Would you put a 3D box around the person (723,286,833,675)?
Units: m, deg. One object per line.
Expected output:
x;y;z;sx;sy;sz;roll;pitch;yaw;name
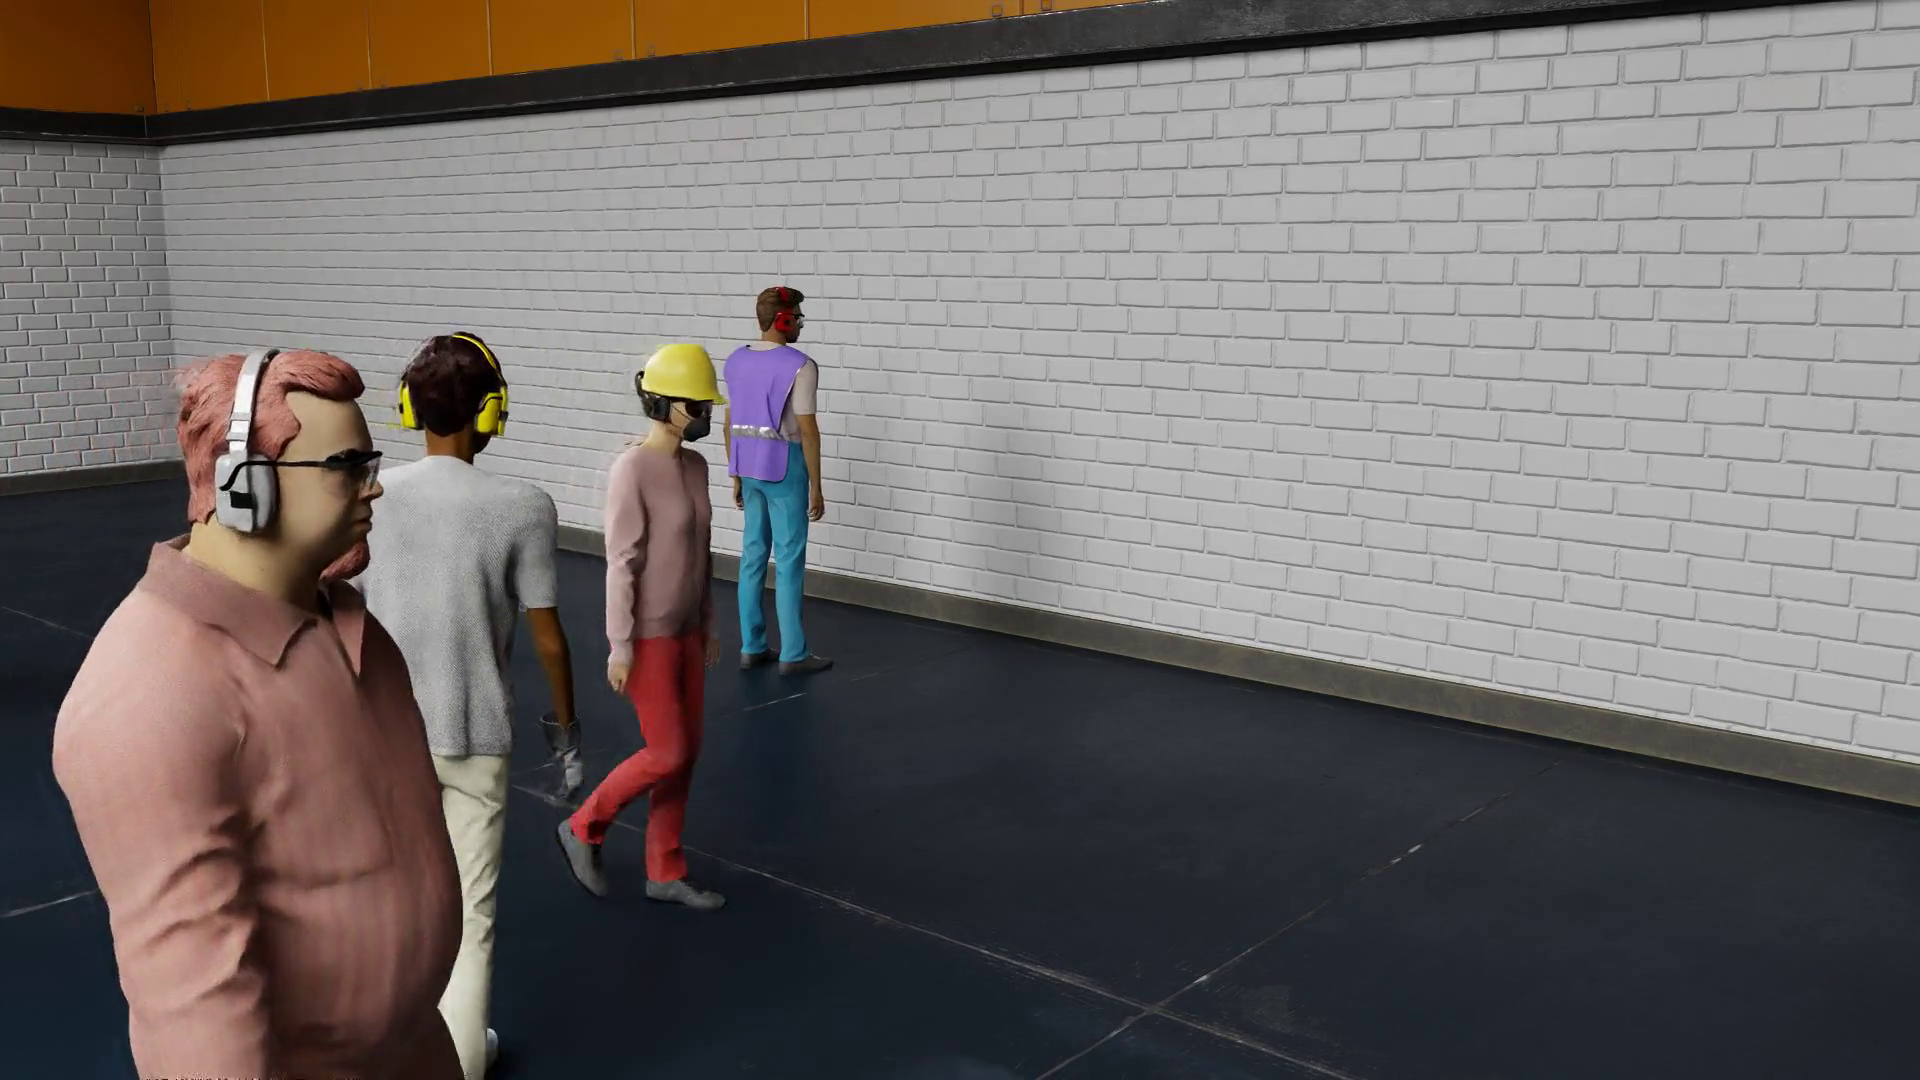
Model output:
-0.894;-0.277;7.919;0.567;1.841;0.375;8;13;37;person

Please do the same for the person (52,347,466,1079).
-0.824;0.701;2.193;0.472;1.901;0.671;1;10;4;person

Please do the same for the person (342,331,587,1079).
-1.149;0.457;3.770;0.559;1.830;0.795;0;10;2;person

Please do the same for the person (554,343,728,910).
-0.925;0.275;5.043;0.487;1.742;0.541;3;10;17;person
